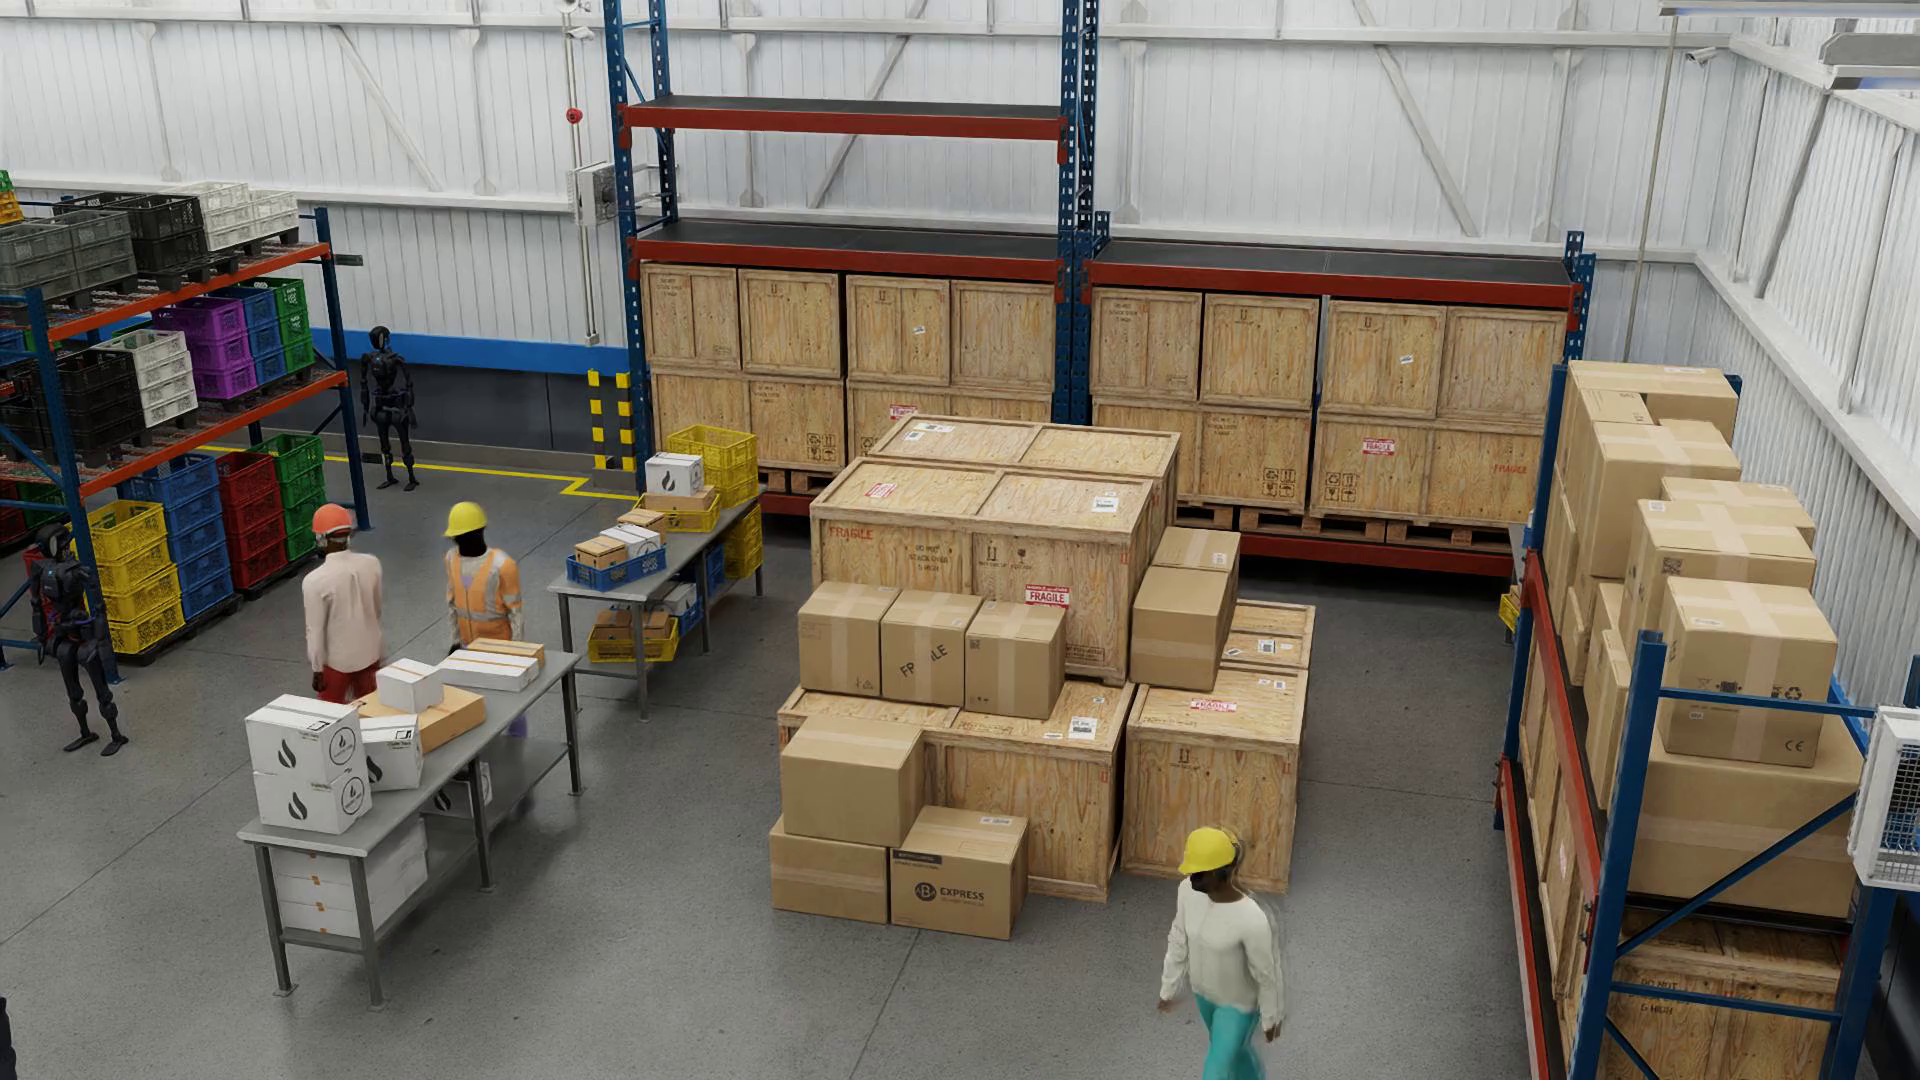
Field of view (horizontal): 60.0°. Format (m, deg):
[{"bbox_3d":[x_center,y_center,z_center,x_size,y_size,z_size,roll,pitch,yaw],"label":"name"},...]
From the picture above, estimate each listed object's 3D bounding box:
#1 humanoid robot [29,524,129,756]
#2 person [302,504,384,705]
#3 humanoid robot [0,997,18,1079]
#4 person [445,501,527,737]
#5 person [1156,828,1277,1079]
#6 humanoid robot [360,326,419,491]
[{"bbox_3d":[-6.002,0.676,11.284,0.610,1.657,0.310,5,21,13],"label":"humanoid robot"},{"bbox_3d":[-3.975,0.726,10.756,0.454,1.978,0.618,12,24,28],"label":"person"},{"bbox_3d":[-4.366,2.215,7.262,0.610,1.656,0.310,5,21,13],"label":"humanoid robot"},{"bbox_3d":[-3.147,0.651,11.031,0.592,1.924,0.377,10,23,23],"label":"person"},{"bbox_3d":[1.147,2.091,7.535,0.903,1.705,0.540,-15,26,-35],"label":"person"},{"bbox_3d":[-5.644,-1.302,16.460,0.610,1.657,0.310,5,21,13],"label":"humanoid robot"}]
